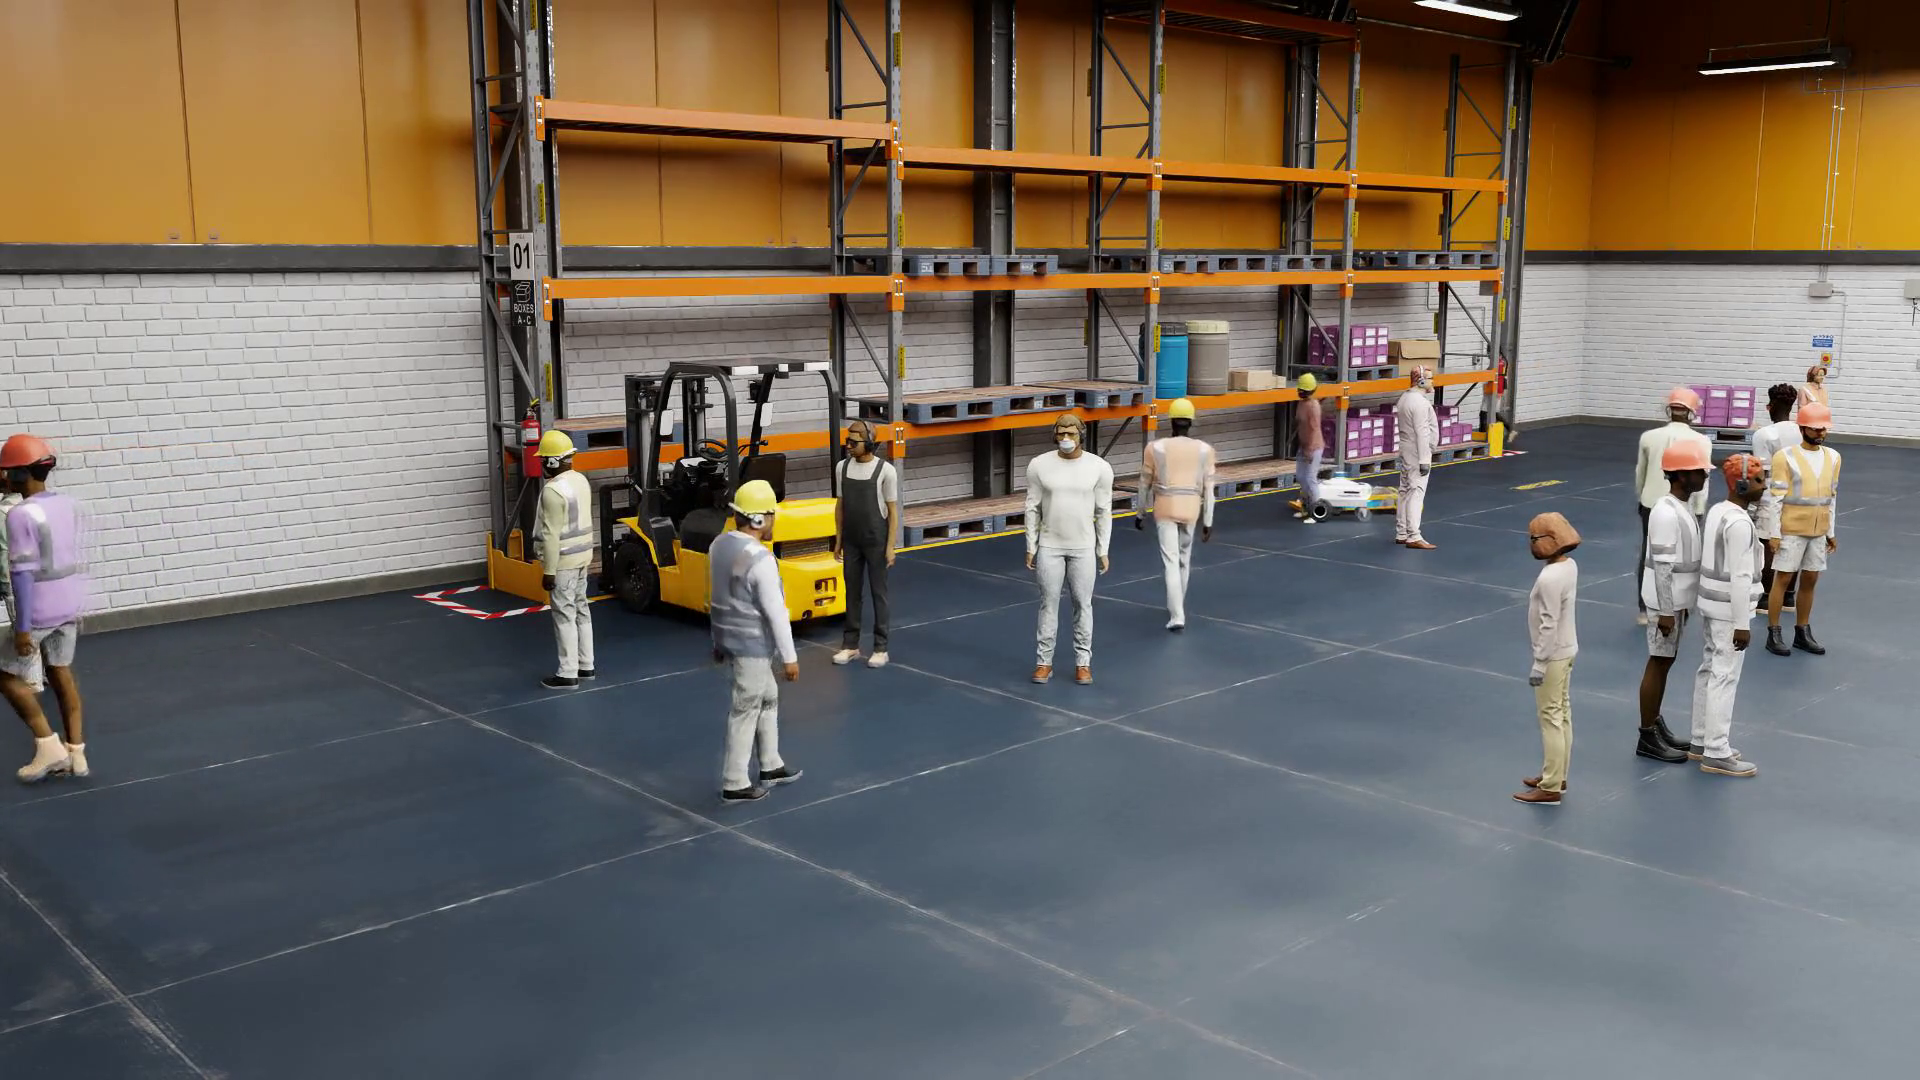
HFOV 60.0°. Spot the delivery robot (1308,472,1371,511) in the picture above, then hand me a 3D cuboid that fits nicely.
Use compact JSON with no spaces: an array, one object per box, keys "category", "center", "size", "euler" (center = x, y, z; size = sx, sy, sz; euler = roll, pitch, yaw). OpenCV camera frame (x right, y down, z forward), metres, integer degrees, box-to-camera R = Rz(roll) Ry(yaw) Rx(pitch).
[{"category":"delivery robot","center":[4.355,-0.541,19.119],"size":[0.707,0.478,0.477],"euler":[1,10,5]}]

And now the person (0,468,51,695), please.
[{"category":"person","center":[-6.511,0.260,11.528],"size":[0.311,1.639,0.521],"euler":[-1,10,-3]}]

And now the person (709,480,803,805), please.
[{"category":"person","center":[-1.058,0.564,9.252],"size":[0.712,1.807,0.631],"euler":[-6,11,-32]}]

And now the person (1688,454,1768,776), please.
[{"category":"person","center":[4.536,0.435,9.800],"size":[0.342,1.879,0.587],"euler":[2,10,10]}]

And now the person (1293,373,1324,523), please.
[{"category":"person","center":[3.946,-1.036,18.857],"size":[0.455,1.723,0.549],"euler":[-2,10,-11]}]

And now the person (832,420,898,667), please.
[{"category":"person","center":[-0.703,0.025,12.315],"size":[0.507,1.842,0.351],"euler":[5,11,25]}]

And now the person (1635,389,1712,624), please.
[{"category":"person","center":[5.932,-0.290,13.875],"size":[0.632,1.931,1.000],"euler":[8,12,38]}]

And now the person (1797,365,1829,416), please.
[{"category":"person","center":[10.953,-1.429,21.415],"size":[0.515,1.641,0.315],"euler":[-5,11,-25]}]

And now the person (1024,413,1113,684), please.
[{"category":"person","center":[0.765,0.062,11.810],"size":[0.627,1.941,0.371],"euler":[1,10,8]}]

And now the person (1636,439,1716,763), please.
[{"category":"person","center":[4.318,0.359,10.063],"size":[0.352,1.942,0.543],"euler":[6,11,31]}]

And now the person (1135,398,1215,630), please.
[{"category":"person","center":[1.786,-0.221,13.675],"size":[0.603,1.877,1.002],"euler":[-1,10,-8]}]

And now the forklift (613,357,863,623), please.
[{"category":"forklift","center":[-1.847,-0.414,13.852],"size":[1.214,2.155,2.313],"euler":[-9,13,-42]}]

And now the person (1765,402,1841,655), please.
[{"category":"person","center":[6.430,-0.082,12.658],"size":[0.552,1.936,0.356],"euler":[-2,10,-9]}]

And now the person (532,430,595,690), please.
[{"category":"person","center":[-2.794,0.139,11.717],"size":[0.404,1.824,0.586],"euler":[1,10,8]}]

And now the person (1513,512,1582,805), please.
[{"category":"person","center":[3.273,0.654,9.241],"size":[0.284,1.633,0.498],"euler":[6,11,32]}]

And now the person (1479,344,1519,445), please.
[{"category":"person","center":[8.521,-2.317,26.486],"size":[0.720,1.678,0.543],"euler":[5,11,29]}]

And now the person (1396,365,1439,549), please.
[{"category":"person","center":[4.776,-0.866,17.340],"size":[0.407,1.910,0.638],"euler":[-1,10,-3]}]

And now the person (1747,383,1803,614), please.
[{"category":"person","center":[6.946,-0.351,14.148],"size":[0.610,1.964,0.366],"euler":[-3,10,-18]}]

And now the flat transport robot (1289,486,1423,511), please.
[{"category":"flat transport robot","center":[4.705,-0.480,19.799],"size":[1.431,0.197,0.652],"euler":[-2,11,-5]}]

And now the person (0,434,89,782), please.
[{"category":"person","center":[-5.321,0.406,9.540],"size":[0.486,2.026,0.654],"euler":[0,10,-1]}]
